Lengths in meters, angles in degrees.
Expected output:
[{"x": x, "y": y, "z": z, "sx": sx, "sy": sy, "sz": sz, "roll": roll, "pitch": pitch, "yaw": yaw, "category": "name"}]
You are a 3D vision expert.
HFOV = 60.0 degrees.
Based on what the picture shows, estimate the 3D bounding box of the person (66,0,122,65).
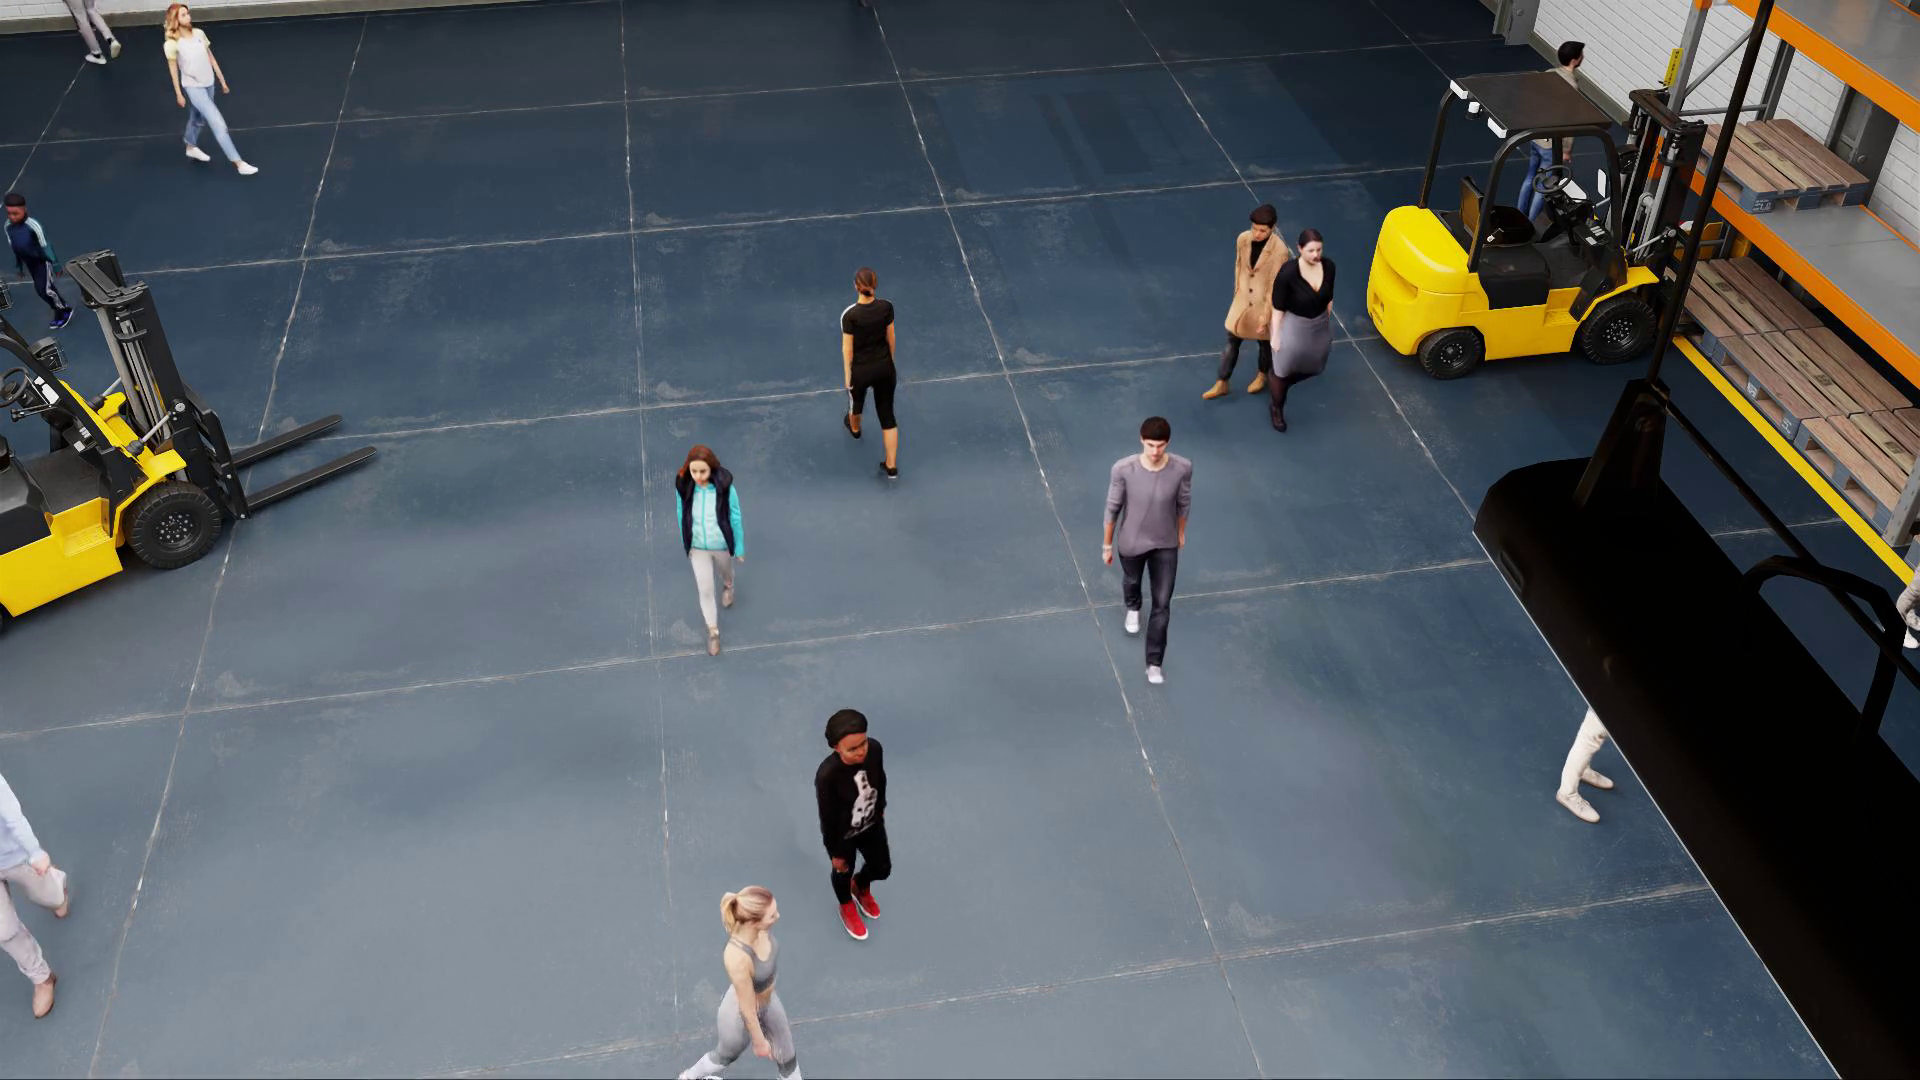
[{"x": -9.616, "y": -6.084, "z": 18.183, "sx": 0.966, "sy": 1.827, "sz": 0.903, "roll": 19, "pitch": 42, "yaw": 23, "category": "person"}]

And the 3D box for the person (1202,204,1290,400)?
[{"x": 2.396, "y": -1.906, "z": 13.058, "sx": 0.986, "sy": 1.693, "sz": 1.016, "roll": 28, "pitch": 47, "yaw": 31, "category": "person"}]

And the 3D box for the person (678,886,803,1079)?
[{"x": -1.086, "y": 2.234, "z": 7.900, "sx": 0.971, "sy": 1.661, "sz": 1.135, "roll": 8, "pitch": 39, "yaw": 9, "category": "person"}]

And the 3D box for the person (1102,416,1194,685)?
[{"x": 1.191, "y": -0.056, "z": 10.652, "sx": 0.872, "sy": 1.805, "sz": 1.199, "roll": 1, "pitch": 39, "yaw": 2, "category": "person"}]

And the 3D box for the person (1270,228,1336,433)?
[{"x": 2.541, "y": -1.631, "z": 12.673, "sx": 0.728, "sy": 1.744, "sz": 0.796, "roll": -12, "pitch": 40, "yaw": -14, "category": "person"}]

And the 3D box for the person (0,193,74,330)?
[{"x": -7.725, "y": -2.381, "z": 14.013, "sx": 0.613, "sy": 1.244, "sz": 0.642, "roll": 11, "pitch": 40, "yaw": 14, "category": "person"}]

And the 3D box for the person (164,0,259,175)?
[{"x": -7.459, "y": -4.381, "z": 16.173, "sx": 1.087, "sy": 1.675, "sz": 1.168, "roll": 14, "pitch": 41, "yaw": 16, "category": "person"}]

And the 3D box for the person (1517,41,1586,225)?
[{"x": 5.341, "y": -3.618, "z": 15.065, "sx": 0.775, "sy": 1.865, "sz": 0.521, "roll": -9, "pitch": 39, "yaw": -11, "category": "person"}]

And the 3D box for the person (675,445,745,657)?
[{"x": -1.610, "y": -0.031, "z": 10.891, "sx": 0.664, "sy": 1.468, "sz": 0.997, "roll": -1, "pitch": 39, "yaw": -1, "category": "person"}]

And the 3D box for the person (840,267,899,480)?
[{"x": -0.624, "y": -1.206, "z": 12.237, "sx": 0.764, "sy": 1.625, "sz": 1.170, "roll": -15, "pitch": 41, "yaw": -18, "category": "person"}]

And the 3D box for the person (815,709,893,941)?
[{"x": -0.625, "y": 1.471, "z": 8.854, "sx": 0.697, "sy": 1.662, "sz": 0.722, "roll": -23, "pitch": 44, "yaw": -26, "category": "person"}]

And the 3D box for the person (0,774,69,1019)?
[{"x": -4.947, "y": 1.584, "z": 8.551, "sx": 0.804, "sy": 1.864, "sz": 1.134, "roll": -14, "pitch": 41, "yaw": -17, "category": "person"}]
